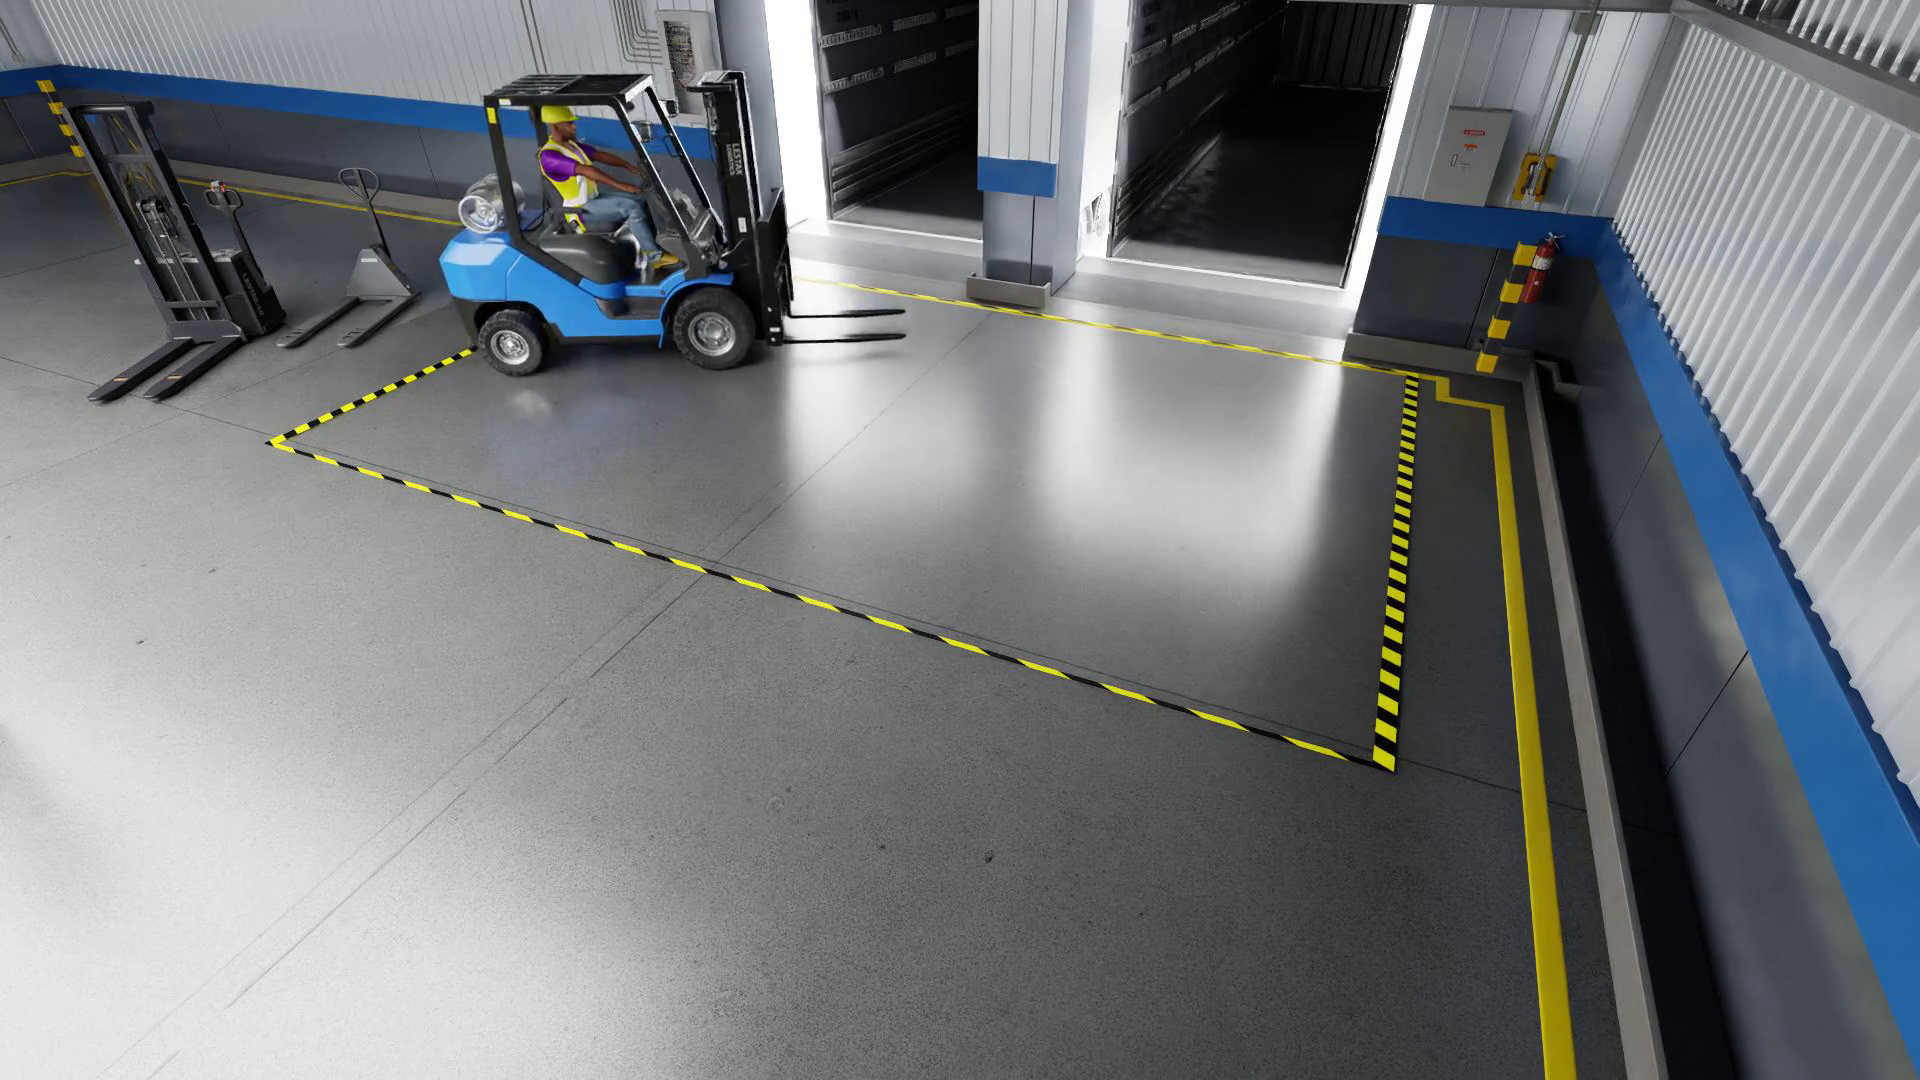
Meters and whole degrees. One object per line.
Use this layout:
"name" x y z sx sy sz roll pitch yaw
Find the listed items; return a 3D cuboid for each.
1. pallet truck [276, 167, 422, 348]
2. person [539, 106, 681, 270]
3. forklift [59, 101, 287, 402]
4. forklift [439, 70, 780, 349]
"pallet truck" -5.732 -2.611 8.414 0.680 1.201 1.601 -1 35 -1
"person" -2.822 -2.878 7.499 1.004 1.294 0.635 -2 35 -2
"forklift" -6.686 -2.387 7.434 0.823 1.965 1.885 -3 35 -5
"forklift" -2.882 -2.727 7.610 2.680 2.036 1.157 -2 35 -2
